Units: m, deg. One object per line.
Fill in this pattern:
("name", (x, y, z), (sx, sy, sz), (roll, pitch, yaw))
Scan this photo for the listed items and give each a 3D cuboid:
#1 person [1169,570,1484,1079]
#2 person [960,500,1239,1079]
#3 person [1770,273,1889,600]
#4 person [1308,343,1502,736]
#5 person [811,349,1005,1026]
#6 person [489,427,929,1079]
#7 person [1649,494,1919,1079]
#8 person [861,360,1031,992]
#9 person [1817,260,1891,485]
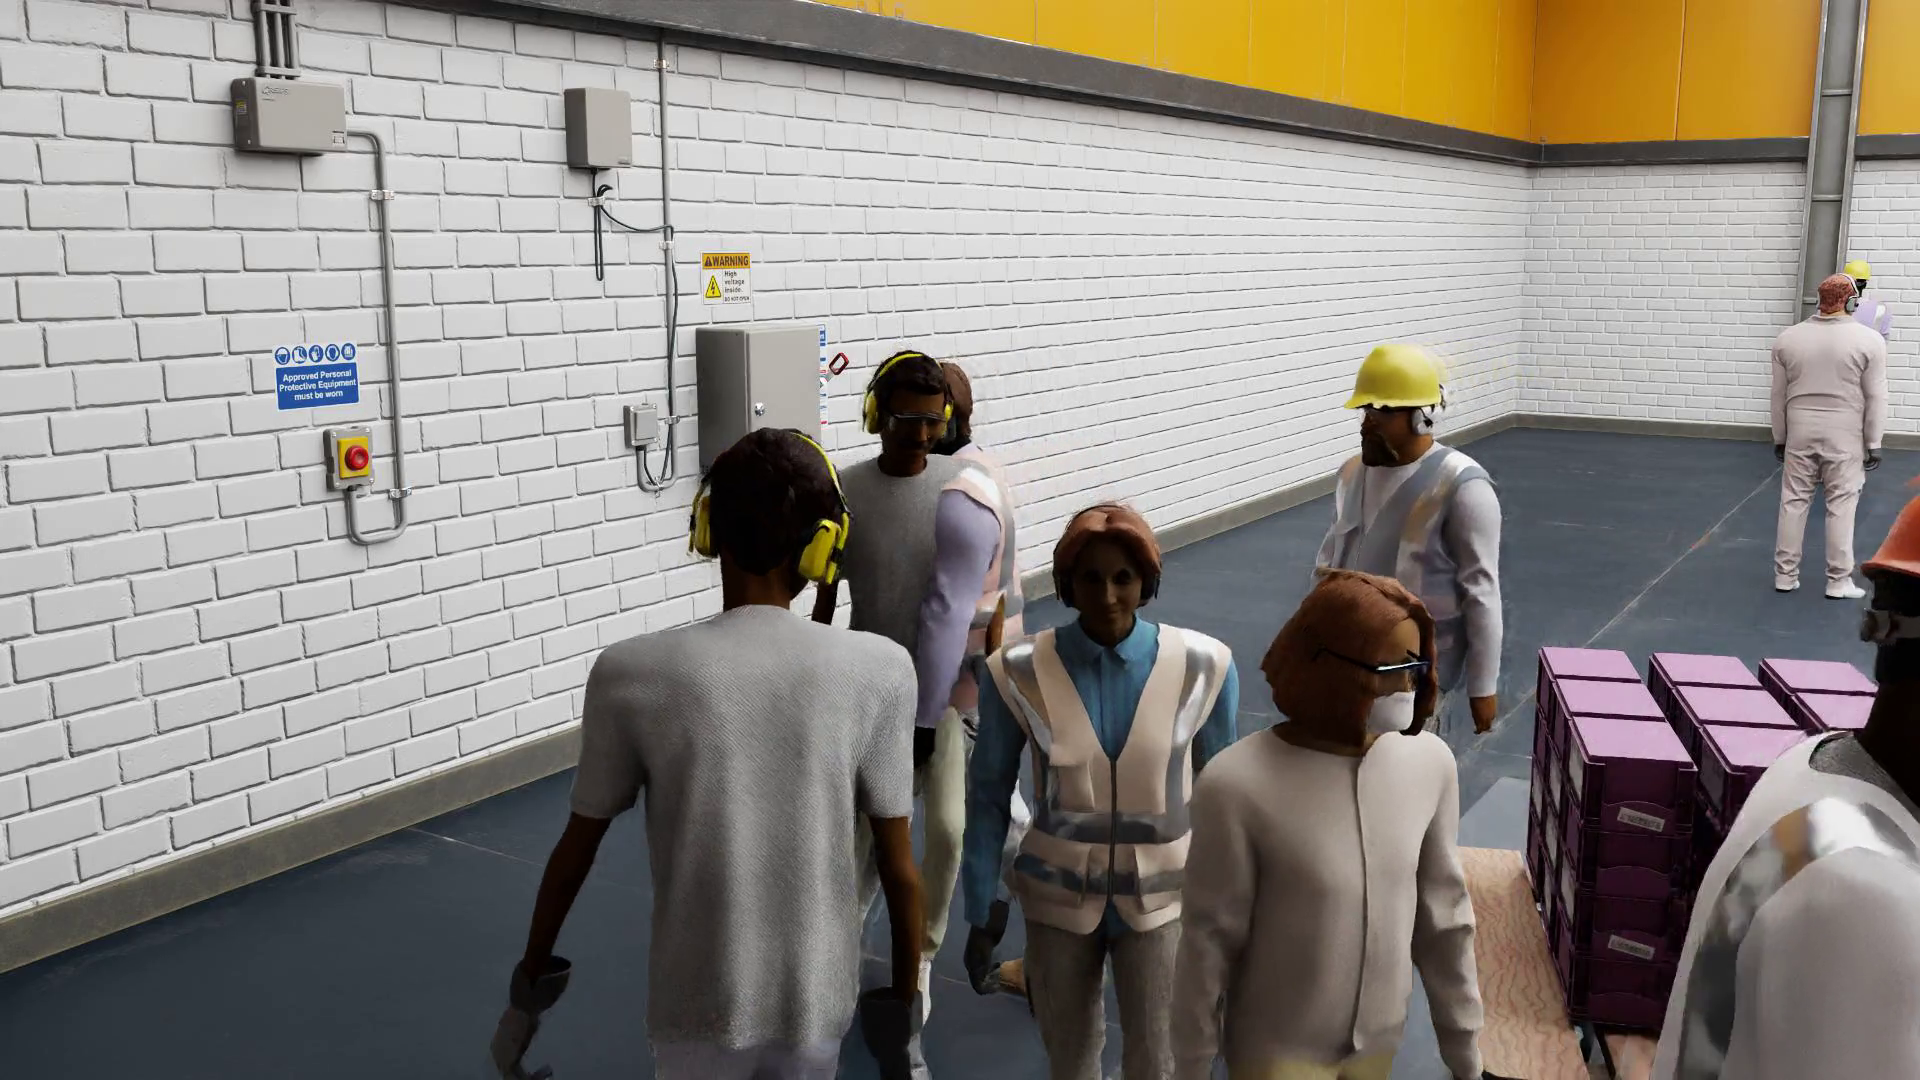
("person", (0.626, 0.844, 2.619), (0.509, 1.588, 0.827), (-5, 11, -26))
("person", (0.271, 0.742, 3.133), (0.547, 1.606, 0.758), (1, 10, 4))
("person", (5.108, -0.605, 9.794), (0.410, 1.909, 0.643), (-9, 14, -42))
("person", (1.162, 0.347, 4.788), (0.779, 1.802, 0.619), (-5, 11, -24))
("person", (-0.153, 0.397, 4.482), (0.527, 1.821, 0.605), (-2, 10, -11))
("person", (-0.398, 0.742, 2.616), (0.654, 1.807, 0.904), (-3, 11, -18))
("person", (0.863, 0.861, 1.713), (0.536, 1.886, 0.681), (7, 12, 34))
("person", (-0.070, 0.391, 4.638), (0.942, 1.782, 0.646), (-1, 10, -6))
("person", (7.629, -1.429, 14.296), (0.589, 1.928, 0.386), (2, 10, 12))
